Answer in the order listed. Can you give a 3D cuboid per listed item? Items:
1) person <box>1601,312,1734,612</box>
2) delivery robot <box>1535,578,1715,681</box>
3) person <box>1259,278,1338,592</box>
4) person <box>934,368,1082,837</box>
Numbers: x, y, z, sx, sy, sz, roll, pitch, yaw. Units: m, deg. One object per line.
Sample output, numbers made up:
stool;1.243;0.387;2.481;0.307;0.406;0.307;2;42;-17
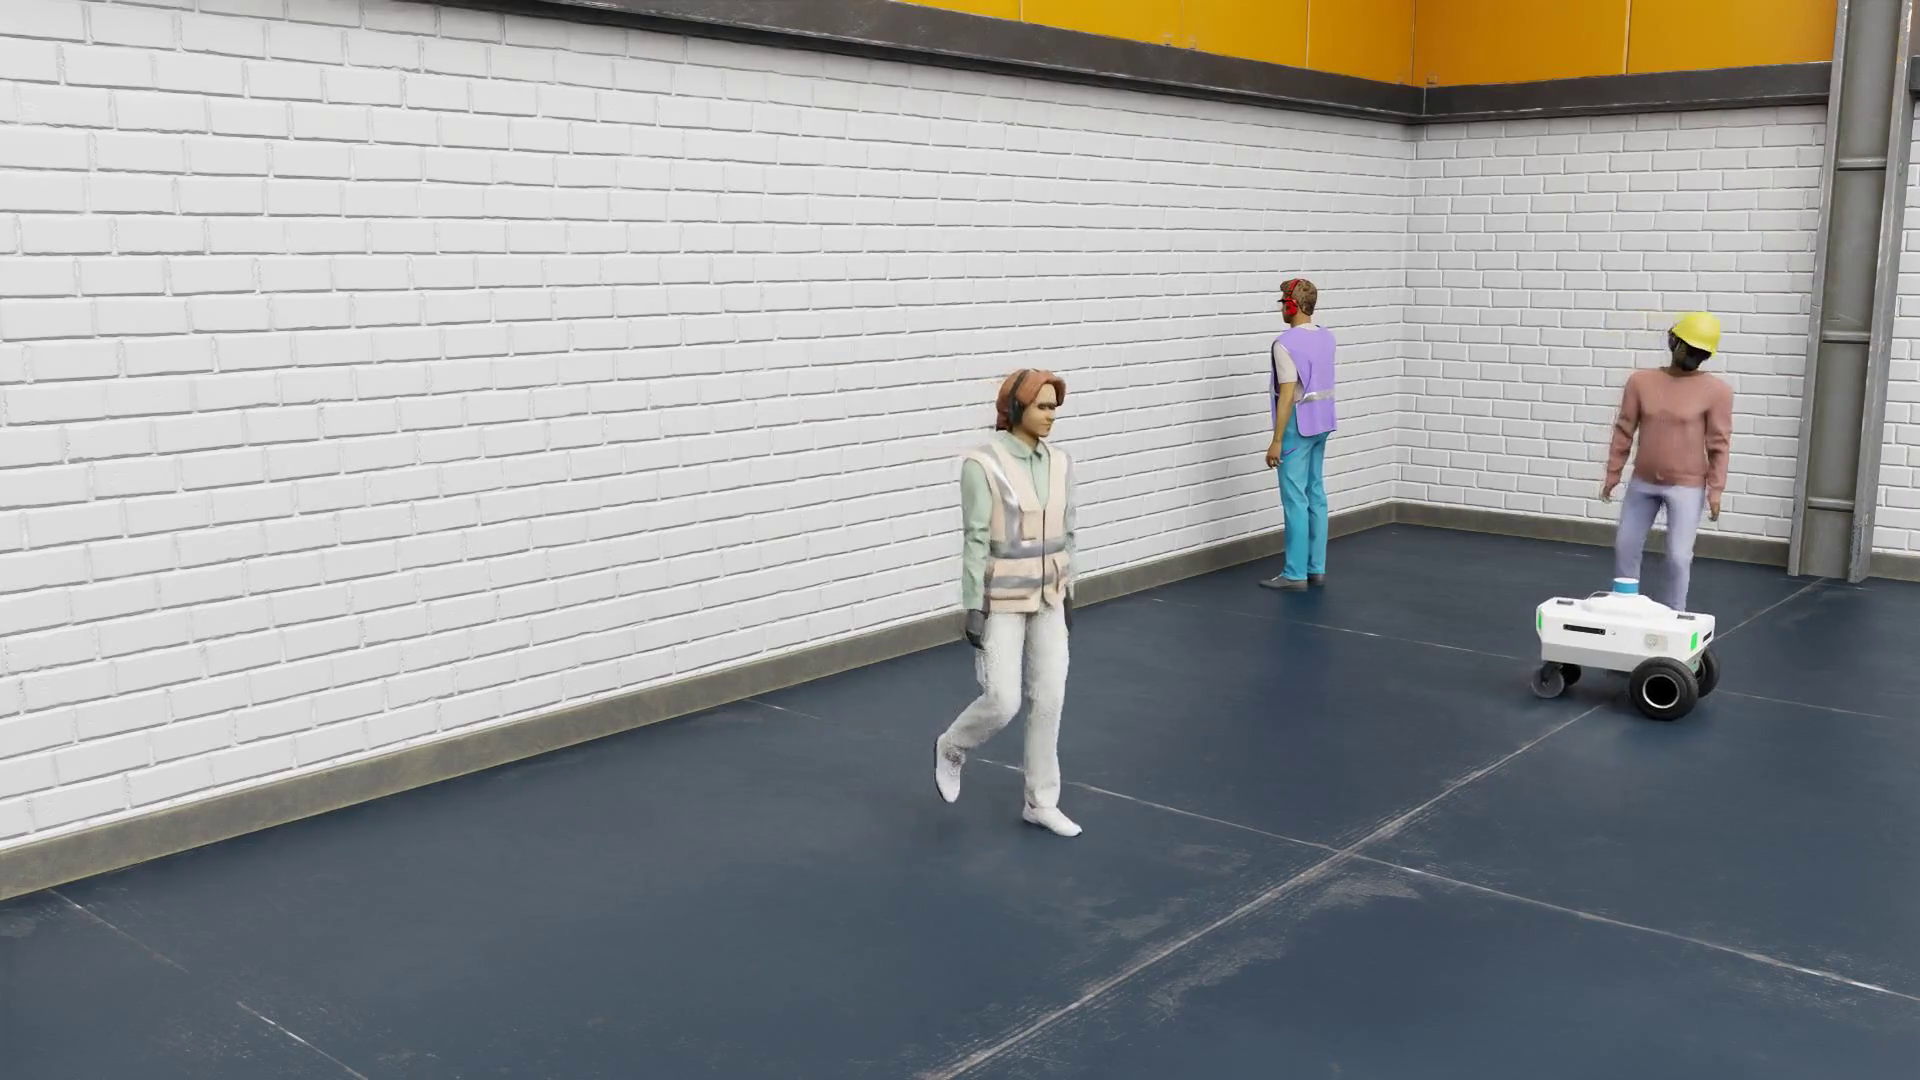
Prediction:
person;3.444;-0.281;8.307;0.315;1.715;0.745;-8;13;-40
delivery robot;2.946;0.412;7.395;0.707;0.478;0.477;7;12;35
person;2.021;-0.615;9.834;0.384;1.845;0.565;9;13;41
person;0.175;0.212;5.761;0.527;1.619;0.509;-8;13;-40
